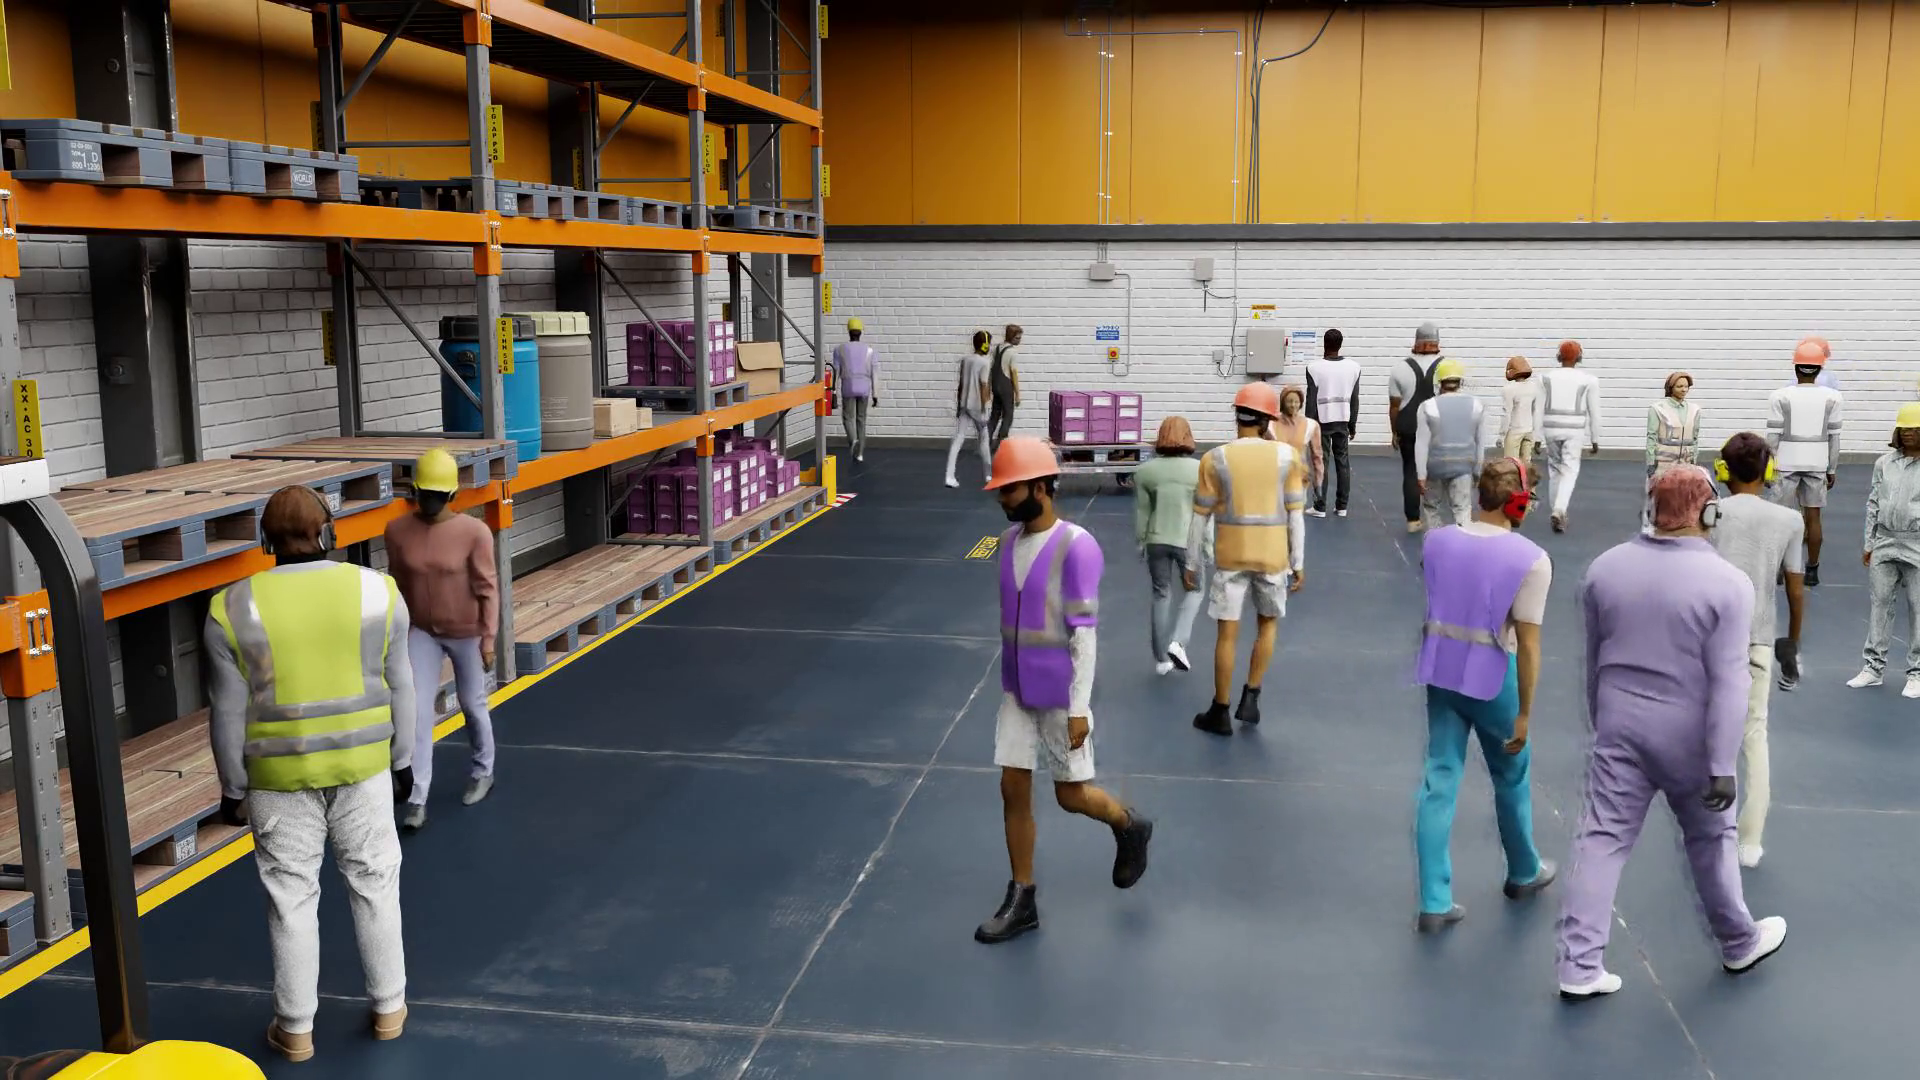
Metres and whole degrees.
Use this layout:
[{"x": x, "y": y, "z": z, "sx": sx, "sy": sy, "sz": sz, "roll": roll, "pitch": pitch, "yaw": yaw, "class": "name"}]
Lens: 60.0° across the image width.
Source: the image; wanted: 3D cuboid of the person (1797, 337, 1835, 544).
[{"x": 7.848, "y": -0.908, "z": 15.308, "sx": 0.413, "sy": 1.897, "sz": 0.595, "roll": 7, "pitch": 12, "yaw": 37, "class": "person"}]

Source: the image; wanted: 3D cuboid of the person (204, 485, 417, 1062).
[{"x": -2.056, "y": 0.739, "z": 5.324, "sx": 0.619, "sy": 1.839, "sz": 0.430, "roll": -5, "pitch": 11, "yaw": -29, "class": "person"}]

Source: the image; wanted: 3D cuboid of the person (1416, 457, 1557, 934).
[{"x": 2.071, "y": 0.575, "z": 6.434, "sx": 0.916, "sy": 1.792, "sz": 0.554, "roll": -8, "pitch": 12, "yaw": -41, "class": "person"}]

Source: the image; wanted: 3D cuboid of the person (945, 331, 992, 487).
[{"x": 0.143, "y": -1.520, "z": 19.357, "sx": 0.988, "sy": 1.801, "sz": 0.654, "roll": -9, "pitch": 13, "yaw": -44, "class": "person"}]

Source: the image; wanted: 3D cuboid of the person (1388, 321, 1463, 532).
[{"x": 4.460, "y": -1.088, "z": 15.958, "sx": 0.696, "sy": 2.000, "sz": 0.539, "roll": 4, "pitch": 10, "yaw": 21, "class": "person"}]

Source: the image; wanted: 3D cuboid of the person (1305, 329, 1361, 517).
[{"x": 3.785, "y": -1.188, "z": 16.954, "sx": 0.594, "sy": 1.919, "sz": 0.388, "roll": -2, "pitch": 9, "yaw": -14, "class": "person"}]

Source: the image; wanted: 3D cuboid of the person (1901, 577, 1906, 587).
[{"x": 7.550, "y": -0.427, "z": 12.822, "sx": 0.544, "sy": 1.720, "sz": 0.832, "roll": -1, "pitch": 9, "yaw": -9, "class": "person"}]

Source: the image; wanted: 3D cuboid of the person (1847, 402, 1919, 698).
[{"x": 5.586, "y": 0.054, "z": 9.834, "sx": 0.294, "sy": 1.744, "sz": 0.486, "roll": -7, "pitch": 11, "yaw": -36, "class": "person"}]

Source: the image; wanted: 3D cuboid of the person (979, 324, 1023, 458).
[{"x": 0.548, "y": -1.950, "z": 22.014, "sx": 0.449, "sy": 1.803, "sz": 0.652, "roll": -6, "pitch": 11, "yaw": -34, "class": "person"}]

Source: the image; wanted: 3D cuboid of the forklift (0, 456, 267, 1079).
[{"x": -2.328, "y": 0.975, "z": 2.765, "sx": 2.313, "sy": 2.155, "sz": 1.214, "roll": 1, "pitch": 9, "yaw": 9, "class": "forklift"}]

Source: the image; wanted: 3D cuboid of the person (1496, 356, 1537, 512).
[{"x": 5.735, "y": -1.076, "z": 17.139, "sx": 0.498, "sy": 1.633, "sz": 0.283, "roll": -5, "pitch": 11, "yaw": -30, "class": "person"}]

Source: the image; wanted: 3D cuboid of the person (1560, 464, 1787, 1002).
[{"x": 2.478, "y": 0.660, "z": 5.772, "sx": 1.013, "sy": 1.845, "sz": 0.654, "roll": -6, "pitch": 11, "yaw": -33, "class": "person"}]

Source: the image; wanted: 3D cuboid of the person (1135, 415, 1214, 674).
[{"x": 1.330, "y": 0.034, "z": 10.326, "sx": 0.522, "sy": 1.616, "sz": 0.347, "roll": 4, "pitch": 10, "yaw": 24, "class": "person"}]

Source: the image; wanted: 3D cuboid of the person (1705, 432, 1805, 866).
[{"x": 3.358, "y": 0.451, "z": 7.199, "sx": 0.557, "sy": 1.813, "sz": 0.687, "roll": 3, "pitch": 10, "yaw": 15, "class": "person"}]

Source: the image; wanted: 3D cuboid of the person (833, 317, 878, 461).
[{"x": -1.351, "y": -1.949, "z": 21.685, "sx": 0.597, "sy": 1.905, "sz": 0.644, "roll": -2, "pitch": 9, "yaw": -13, "class": "person"}]

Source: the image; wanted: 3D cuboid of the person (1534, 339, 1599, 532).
[{"x": 5.847, "y": -1.017, "z": 16.106, "sx": 0.580, "sy": 1.853, "sz": 0.917, "roll": 6, "pitch": 11, "yaw": 31, "class": "person"}]

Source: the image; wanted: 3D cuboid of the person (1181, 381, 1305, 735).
[{"x": 1.532, "y": 0.100, "z": 9.026, "sx": 0.656, "sy": 1.911, "sz": 0.465, "roll": 1, "pitch": 9, "yaw": 4, "class": "person"}]

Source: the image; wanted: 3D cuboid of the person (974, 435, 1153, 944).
[{"x": 0.388, "y": 0.543, "z": 6.344, "sx": 0.777, "sy": 1.906, "sz": 0.553, "roll": -8, "pitch": 12, "yaw": -41, "class": "person"}]

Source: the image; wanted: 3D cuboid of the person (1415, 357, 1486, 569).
[{"x": 4.016, "y": -0.590, "z": 13.621, "sx": 0.596, "sy": 1.809, "sz": 0.817, "roll": 0, "pitch": 9, "yaw": 0, "class": "person"}]

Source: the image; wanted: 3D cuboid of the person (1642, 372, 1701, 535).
[{"x": 6.166, "y": -0.639, "z": 14.421, "sx": 0.515, "sy": 1.641, "sz": 0.314, "roll": -2, "pitch": 9, "yaw": -12, "class": "person"}]

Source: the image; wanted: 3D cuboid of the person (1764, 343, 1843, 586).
[{"x": 6.687, "y": -0.596, "z": 13.241, "sx": 0.545, "sy": 1.938, "sz": 0.356, "roll": 3, "pitch": 10, "yaw": 15, "class": "person"}]

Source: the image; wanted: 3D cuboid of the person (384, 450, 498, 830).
[{"x": -2.341, "y": 0.439, "z": 7.524, "sx": 0.548, "sy": 1.716, "sz": 0.891, "roll": 0, "pitch": 9, "yaw": 2, "class": "person"}]

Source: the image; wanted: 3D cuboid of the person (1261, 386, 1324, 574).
[{"x": 2.657, "y": -0.459, "z": 13.461, "sx": 0.529, "sy": 1.599, "sz": 0.856, "roll": 1, "pitch": 9, "yaw": 3, "class": "person"}]
